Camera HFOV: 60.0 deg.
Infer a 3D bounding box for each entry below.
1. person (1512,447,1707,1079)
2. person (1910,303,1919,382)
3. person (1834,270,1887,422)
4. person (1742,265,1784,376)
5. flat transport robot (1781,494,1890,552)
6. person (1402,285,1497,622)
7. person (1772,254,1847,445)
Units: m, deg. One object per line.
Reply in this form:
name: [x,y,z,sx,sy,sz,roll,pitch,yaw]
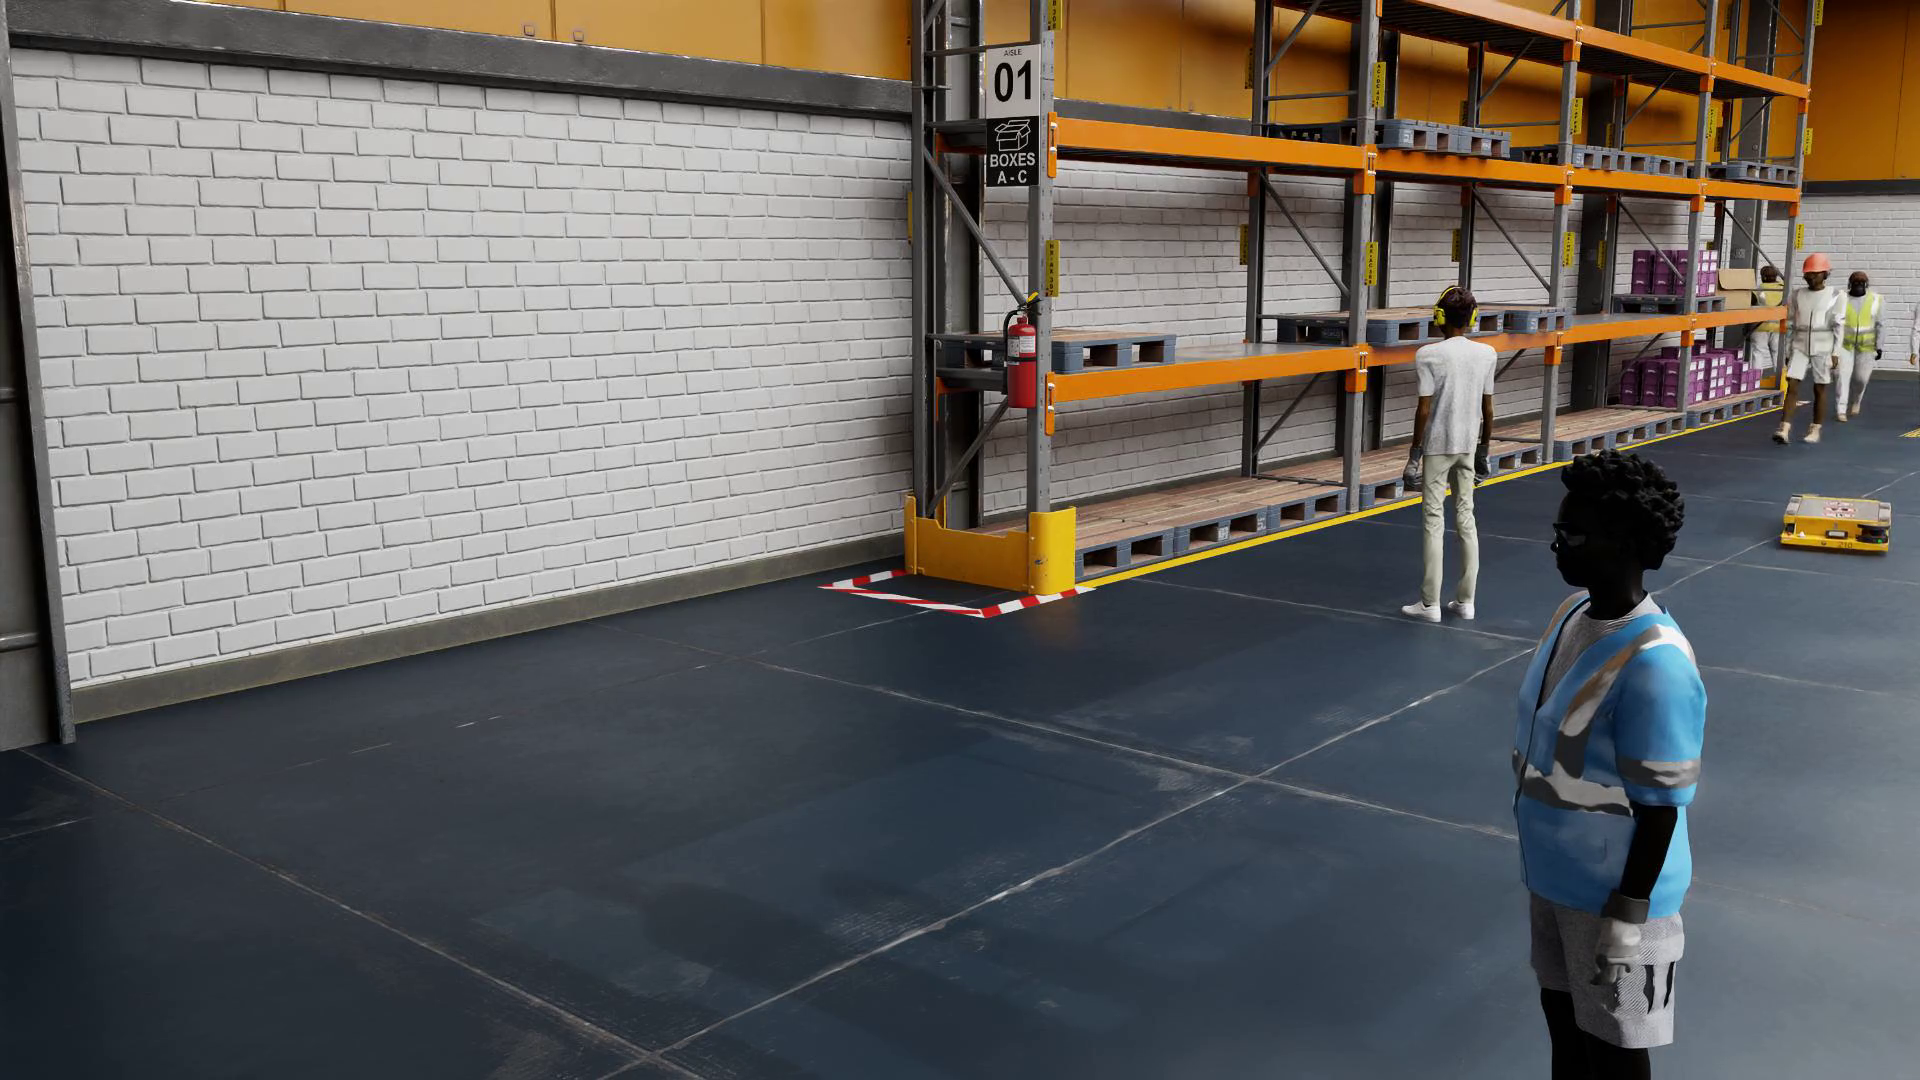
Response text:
person: [1.242,0.666,3.271,0.318,1.697,0.534,0,10,-1]
person: [11.222,-2.154,19.041,0.610,1.784,0.903,4,11,22]
person: [10.788,-2.341,20.063,0.623,1.815,0.791,4,11,23]
person: [11.649,-3.046,24.010,0.667,1.834,0.453,1,10,5]
flat transport robot: [6.276,-0.136,11.893,0.652,0.197,1.431,5,11,28]
person: [2.718,-0.476,9.278,0.533,1.870,0.315,-3,10,-15]
person: [8.925,-1.981,17.484,0.613,2.003,0.976,8,13,40]
